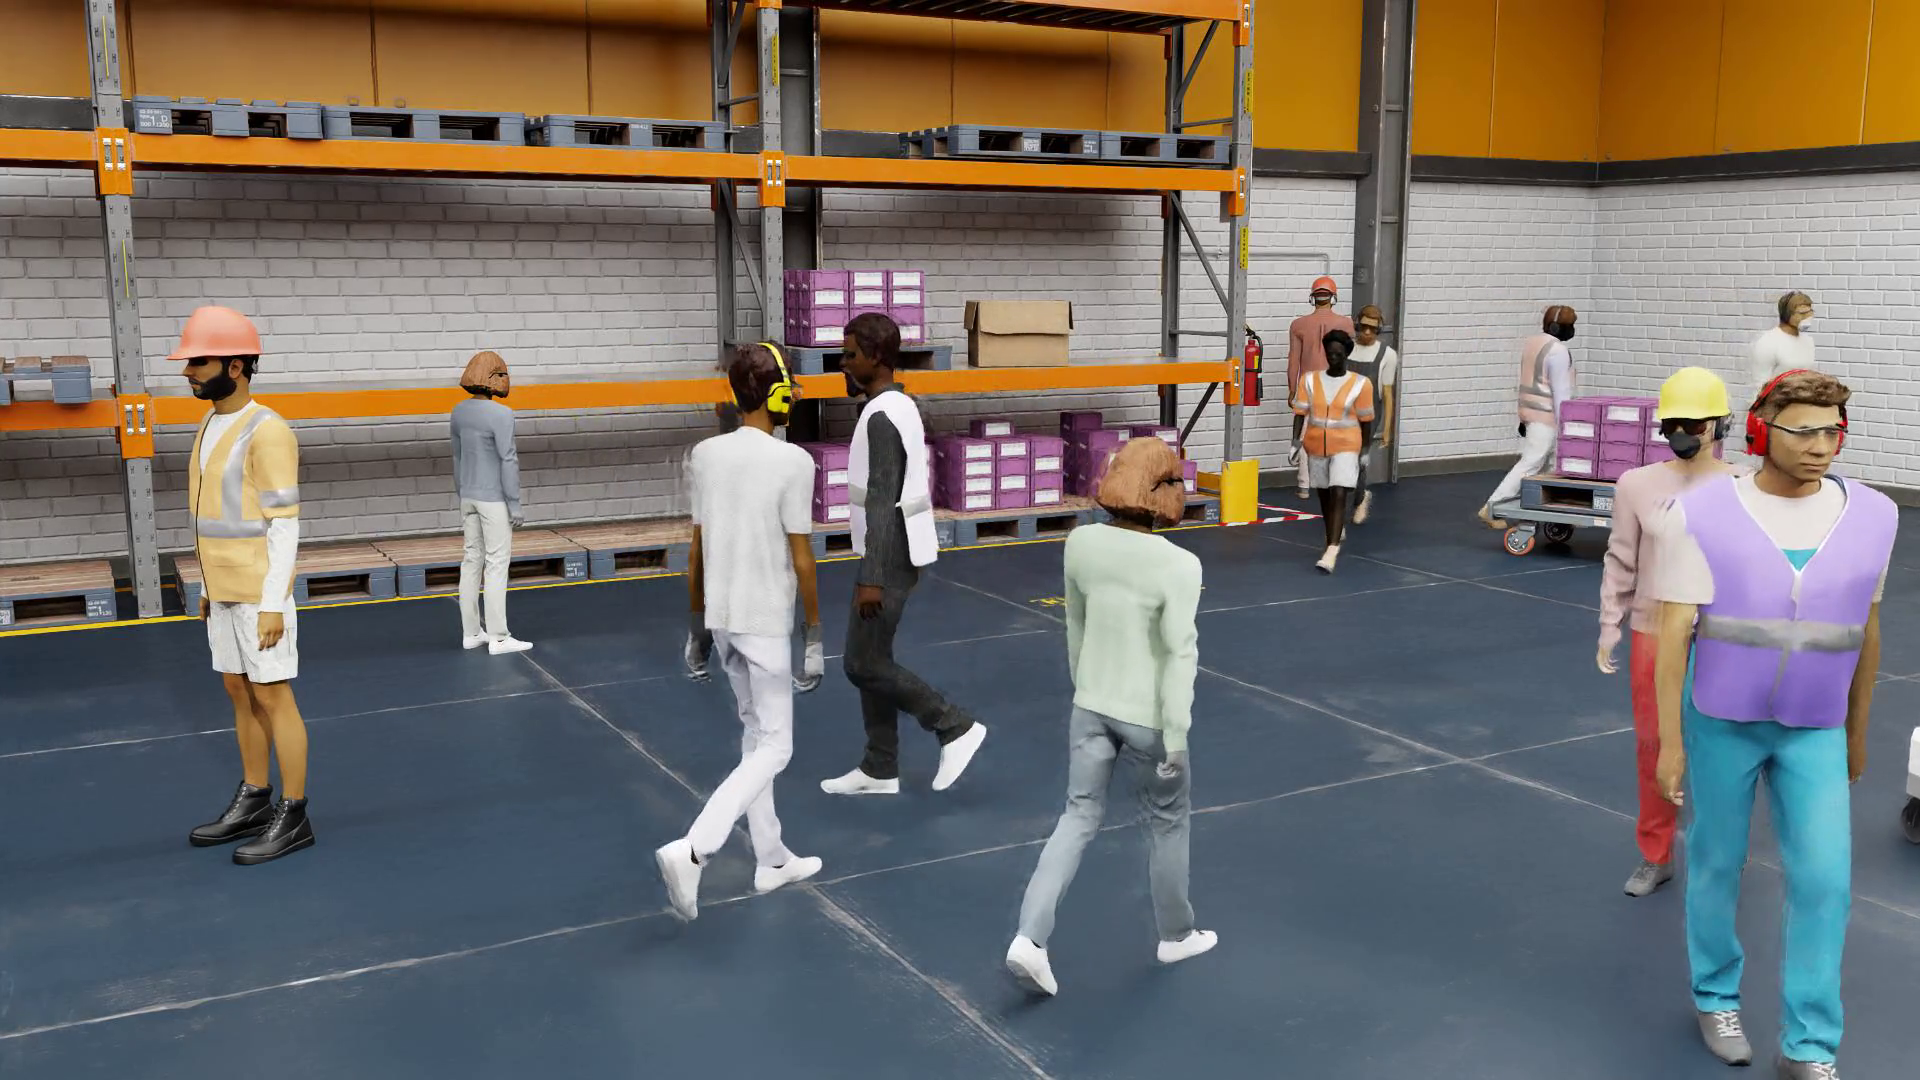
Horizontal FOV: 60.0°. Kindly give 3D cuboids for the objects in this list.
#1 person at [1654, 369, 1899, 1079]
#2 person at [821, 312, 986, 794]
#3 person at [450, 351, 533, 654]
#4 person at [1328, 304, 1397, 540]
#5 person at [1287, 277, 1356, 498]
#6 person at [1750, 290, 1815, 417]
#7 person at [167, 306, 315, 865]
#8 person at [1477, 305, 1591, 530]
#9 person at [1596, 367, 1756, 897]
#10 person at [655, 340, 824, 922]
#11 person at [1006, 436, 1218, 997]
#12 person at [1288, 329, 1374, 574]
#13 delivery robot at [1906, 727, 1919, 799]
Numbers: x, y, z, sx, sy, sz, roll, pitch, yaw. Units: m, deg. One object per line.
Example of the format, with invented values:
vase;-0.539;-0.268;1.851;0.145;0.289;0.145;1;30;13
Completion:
person;2.023;0.494;4.115;0.585;1.816;0.756;1;9;7
person;-0.243;0.078;6.409;0.547;1.901;0.605;0;9;0
person;-2.543;-0.201;8.965;0.501;1.628;0.277;7;12;38
person;3.081;-0.923;12.858;0.578;1.803;0.817;4;10;26
person;3.247;-1.360;14.937;0.610;1.986;0.392;2;10;12
person;5.882;-0.854;12.077;0.631;1.915;0.756;-6;11;-33
person;-2.516;0.160;5.813;0.543;1.940;0.361;8;12;40
person;4.551;-0.952;13.064;0.943;1.793;0.643;0;9;-2
person;2.355;0.318;5.409;0.541;1.757;0.393;8;13;42
person;-0.711;0.293;5.297;0.525;1.847;0.740;7;11;35
person;0.446;0.502;4.753;0.505;1.607;0.776;8;12;41
person;2.552;-0.621;11.447;0.536;1.649;0.888;6;11;31
delivery robot;3.594;0.824;5.685;0.477;0.478;0.707;-1;9;-4
